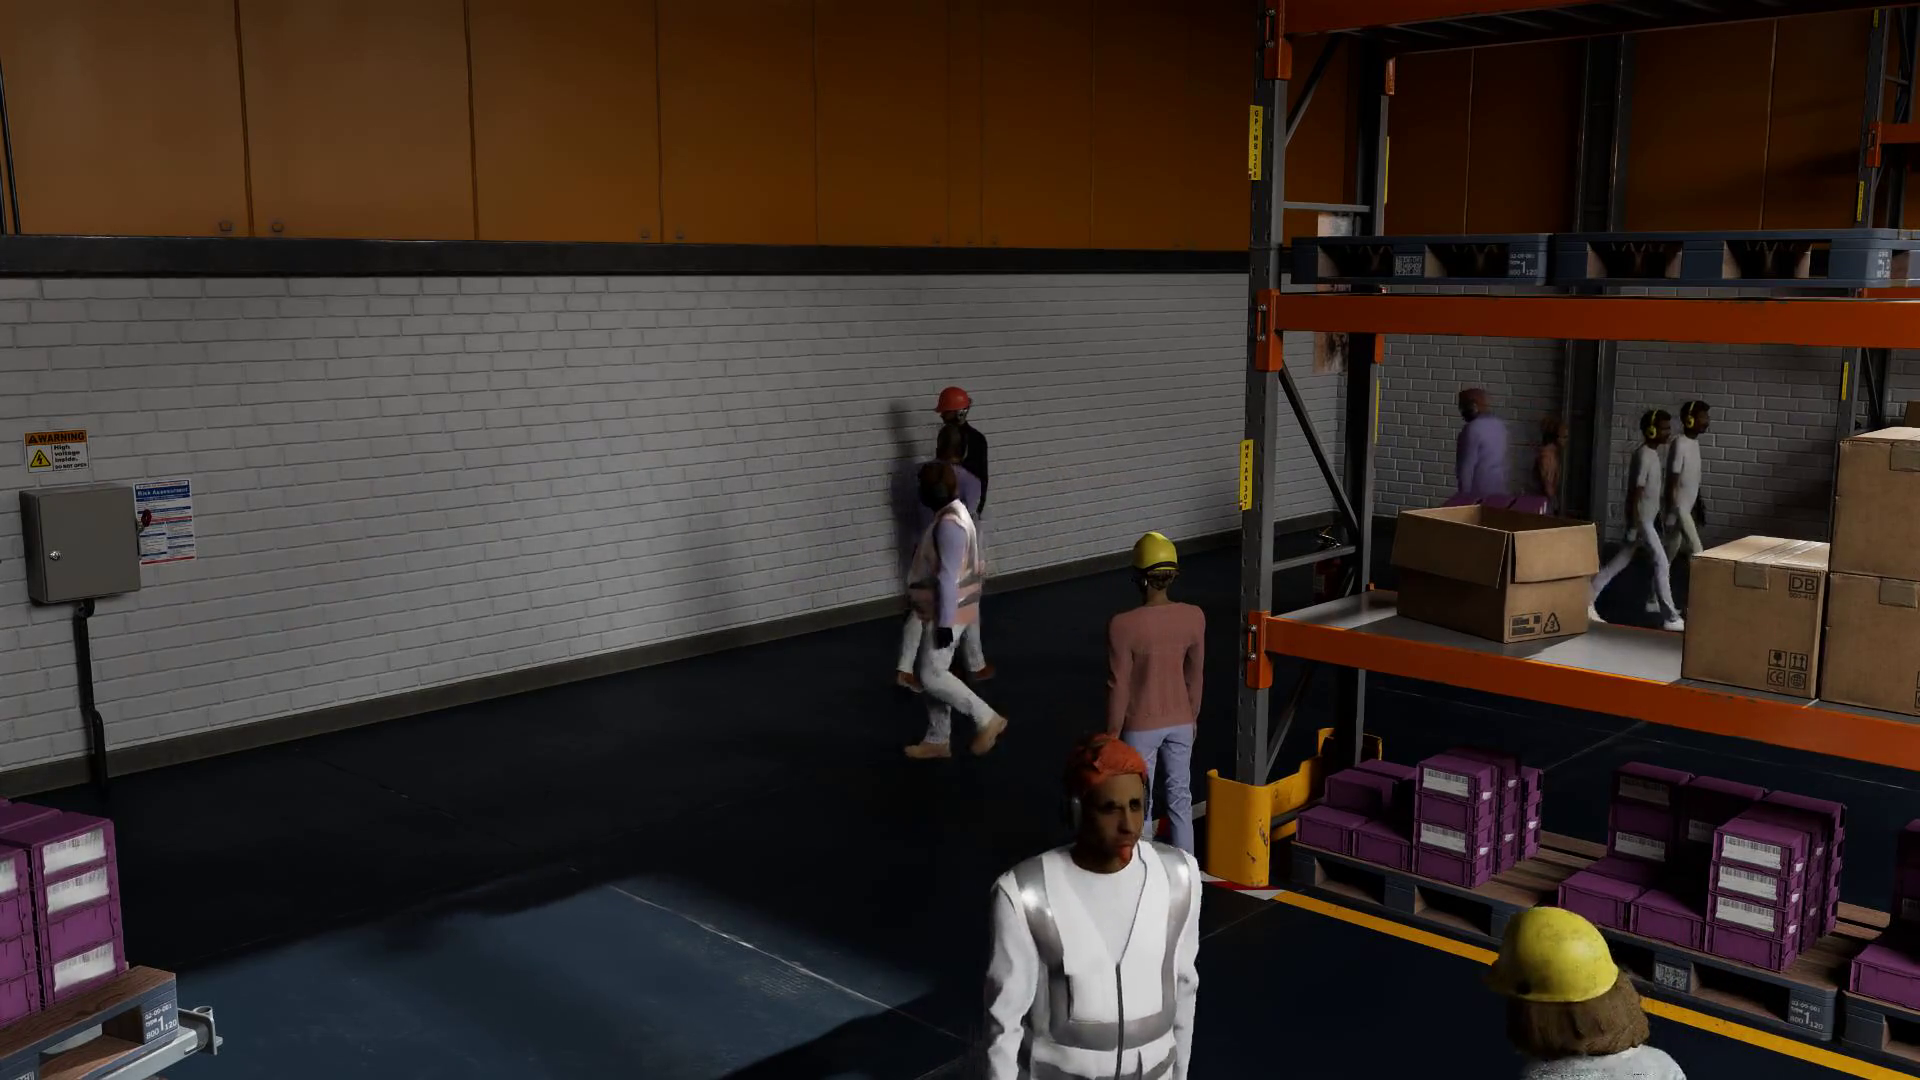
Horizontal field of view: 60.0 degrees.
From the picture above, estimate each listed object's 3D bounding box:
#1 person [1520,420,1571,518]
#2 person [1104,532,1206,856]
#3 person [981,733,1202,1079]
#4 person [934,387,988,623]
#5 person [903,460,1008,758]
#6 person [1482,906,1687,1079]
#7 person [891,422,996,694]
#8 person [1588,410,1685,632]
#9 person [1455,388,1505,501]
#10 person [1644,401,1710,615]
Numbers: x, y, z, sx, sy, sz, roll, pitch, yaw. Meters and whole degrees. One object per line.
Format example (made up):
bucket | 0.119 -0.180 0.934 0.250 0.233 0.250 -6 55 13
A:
person | 5.293 -0.301 15.143 0.922 1.577 0.509 6 11 34
person | 0.872 0.844 7.581 0.525 1.769 0.316 -5 11 -28
person | 0.328 1.372 4.147 0.589 1.835 1.005 -3 10 -15
person | -0.031 -0.277 13.777 0.391 1.987 0.608 -7 12 -38
person | -0.050 0.436 9.897 0.527 1.827 0.644 0 9 -2
person | 1.255 1.556 3.416 0.529 1.687 0.883 -3 10 -17
person | -0.124 0.126 11.605 0.640 1.903 0.991 7 11 35
person | 5.566 -0.167 13.645 1.002 1.825 0.532 4 10 21
person | 4.702 -0.431 15.033 0.470 1.879 0.728 9 13 44
person | 6.238 -0.245 14.018 0.859 1.838 0.555 6 11 34
